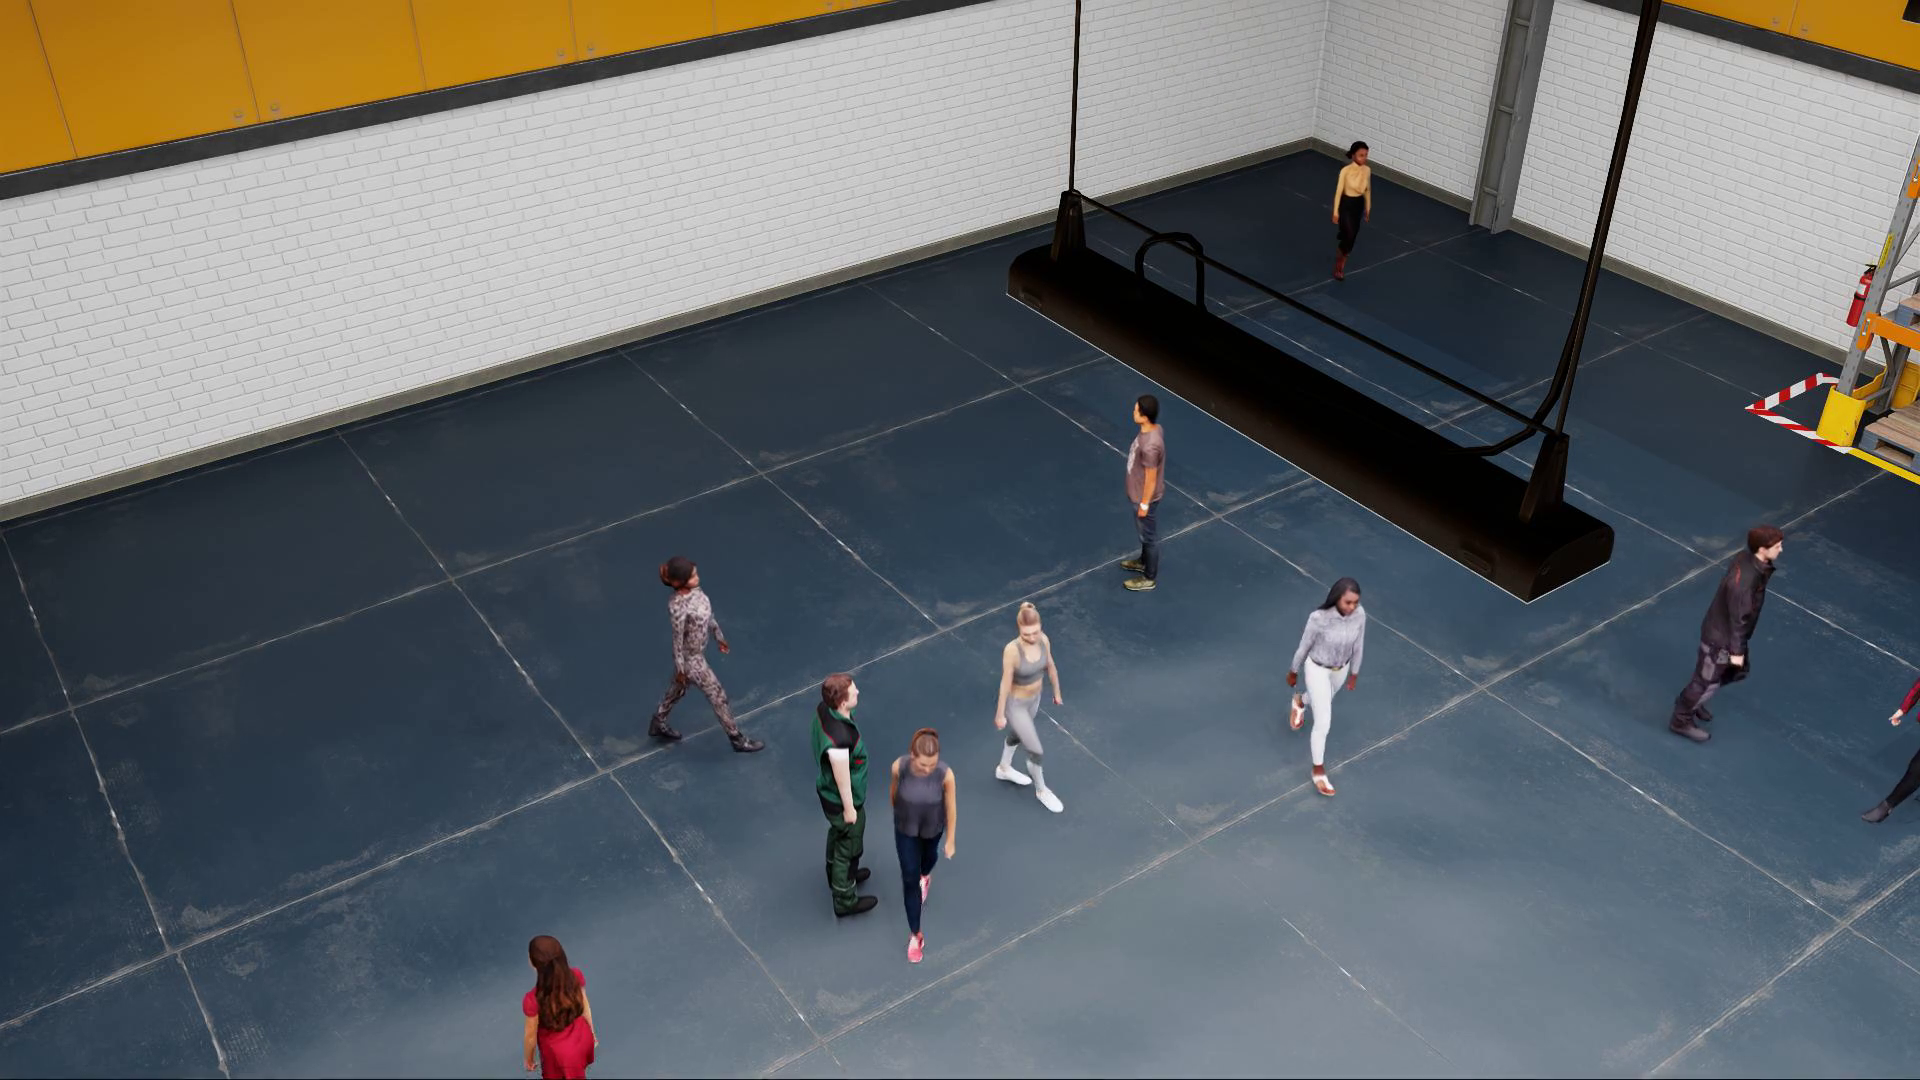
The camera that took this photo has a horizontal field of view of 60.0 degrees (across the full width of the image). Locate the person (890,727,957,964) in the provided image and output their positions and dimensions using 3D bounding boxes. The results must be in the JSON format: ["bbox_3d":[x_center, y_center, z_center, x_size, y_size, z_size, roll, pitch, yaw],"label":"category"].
[{"bbox_3d":[-0.252,1.749,10.448,0.962,1.675,1.107,5,34,8],"label":"person"}]

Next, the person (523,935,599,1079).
[{"bbox_3d":[-2.117,2.782,9.029,1.097,1.526,0.727,24,41,32],"label":"person"}]

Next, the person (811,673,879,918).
[{"bbox_3d":[-0.747,1.590,10.539,0.773,1.840,0.633,-8,34,-12],"label":"person"}]

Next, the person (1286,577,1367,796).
[{"bbox_3d":[2.538,0.897,11.726,0.911,1.679,1.239,-8,34,-11],"label":"person"}]

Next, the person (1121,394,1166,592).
[{"bbox_3d":[1.533,-0.403,13.592,0.764,1.779,0.680,2,34,3],"label":"person"}]

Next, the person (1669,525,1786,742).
[{"bbox_3d":[5.414,0.642,11.982,0.792,1.820,0.810,22,39,29],"label":"person"}]

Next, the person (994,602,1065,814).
[{"bbox_3d":[0.364,1.110,11.415,0.937,1.668,0.793,23,40,30],"label":"person"}]

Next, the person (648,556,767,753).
[{"bbox_3d":[-1.989,0.822,11.847,1.131,1.672,1.093,5,34,7],"label":"person"}]

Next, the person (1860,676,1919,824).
[{"bbox_3d":[6.732,1.231,11.288,0.835,1.609,1.074,-12,35,-17],"label":"person"}]

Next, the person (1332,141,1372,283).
[{"bbox_3d":[4.331,-3.690,18.657,0.638,1.647,0.660,-15,36,-21],"label":"person"}]
